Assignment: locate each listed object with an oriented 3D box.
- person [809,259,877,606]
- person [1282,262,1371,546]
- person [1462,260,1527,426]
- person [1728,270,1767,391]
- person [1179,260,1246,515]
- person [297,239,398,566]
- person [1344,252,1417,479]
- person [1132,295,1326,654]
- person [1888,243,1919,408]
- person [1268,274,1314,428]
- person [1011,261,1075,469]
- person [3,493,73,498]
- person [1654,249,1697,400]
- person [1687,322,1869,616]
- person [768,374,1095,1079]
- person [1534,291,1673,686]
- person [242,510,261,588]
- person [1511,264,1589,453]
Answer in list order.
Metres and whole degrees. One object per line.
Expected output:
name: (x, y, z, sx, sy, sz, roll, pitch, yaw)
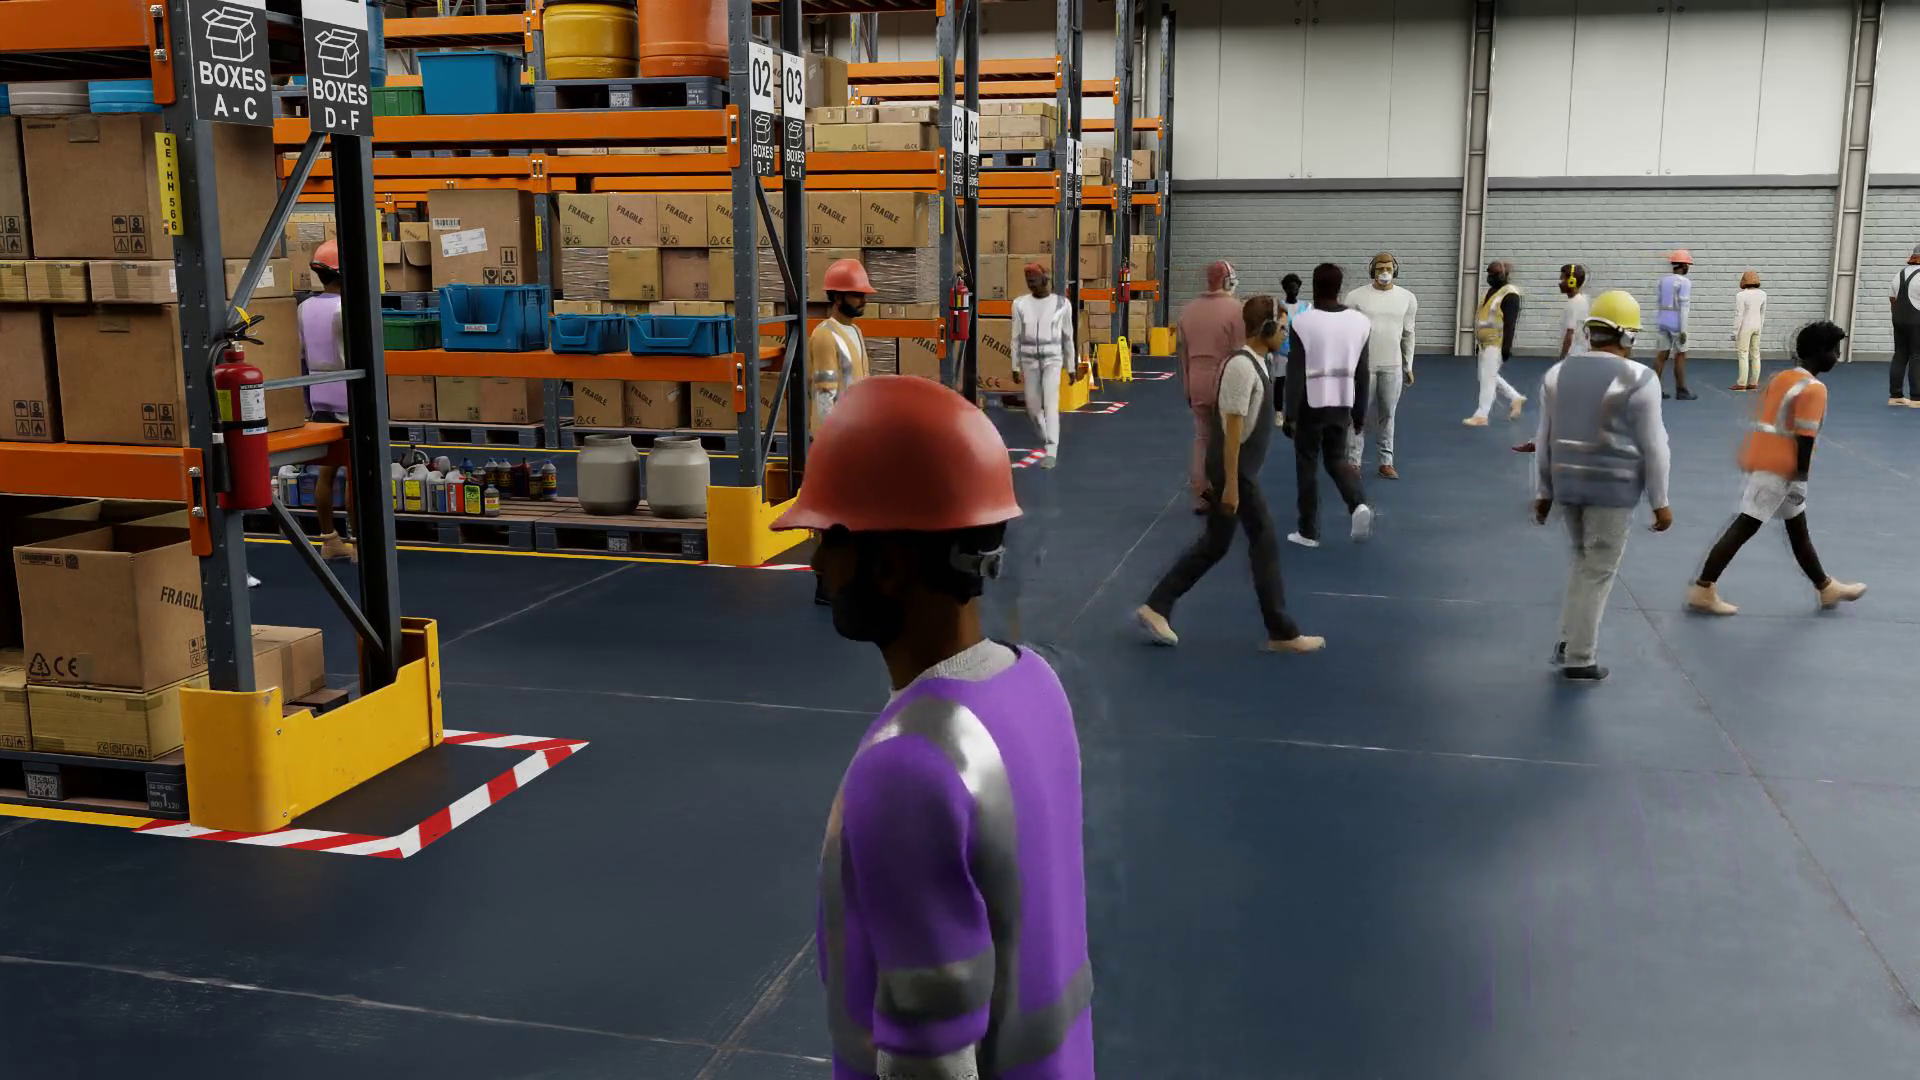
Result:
person: (-0.641, -0.598, 9.338, 0.379, 1.937, 0.547, 3, 11, 15)
person: (2.445, -0.872, 10.979, 0.598, 1.904, 0.616, -4, 11, -19)
person: (5.945, -2.170, 18.356, 0.741, 1.822, 0.635, -1, 10, -6)
person: (10.692, -2.835, 22.573, 0.499, 1.632, 0.285, -4, 11, -19)
person: (1.927, -1.109, 12.290, 0.427, 1.891, 0.675, -8, 13, -38)
person: (-3.885, -0.857, 10.476, 0.609, 2.044, 0.393, 6, 12, 29)
person: (3.581, -1.482, 14.231, 0.627, 1.940, 0.371, 0, 10, 0)
person: (1.325, -0.320, 8.260, 0.943, 1.789, 0.574, 2, 10, 11)
person: (11.755, -2.646, 20.397, 0.536, 2.000, 0.681, -2, 10, -9)
person: (3.573, -2.015, 17.928, 0.550, 1.664, 0.764, -1, 10, -4)
person: (0.770, -1.613, 15.181, 0.597, 1.866, 0.787, 3, 11, 16)
person: (-5.056, -0.535, 9.147, 0.445, 1.877, 0.602, 2, 11, 13)
person: (9.178, -2.749, 21.314, 0.484, 1.935, 0.557, -3, 11, -16)
person: (4.490, -0.379, 9.044, 1.014, 1.599, 0.544, 1, 10, 8)
person: (0.000, 0.740, 2.074, 0.993, 1.889, 0.564, 4, 11, 21)
person: (2.982, -0.228, 7.659, 0.552, 1.810, 0.598, -6, 12, -28)
person: (-4.387, -0.672, 9.822, 0.557, 1.909, 0.611, 5, 11, 26)
person: (5.803, -1.692, 15.728, 0.959, 1.830, 0.536, 4, 11, 23)
